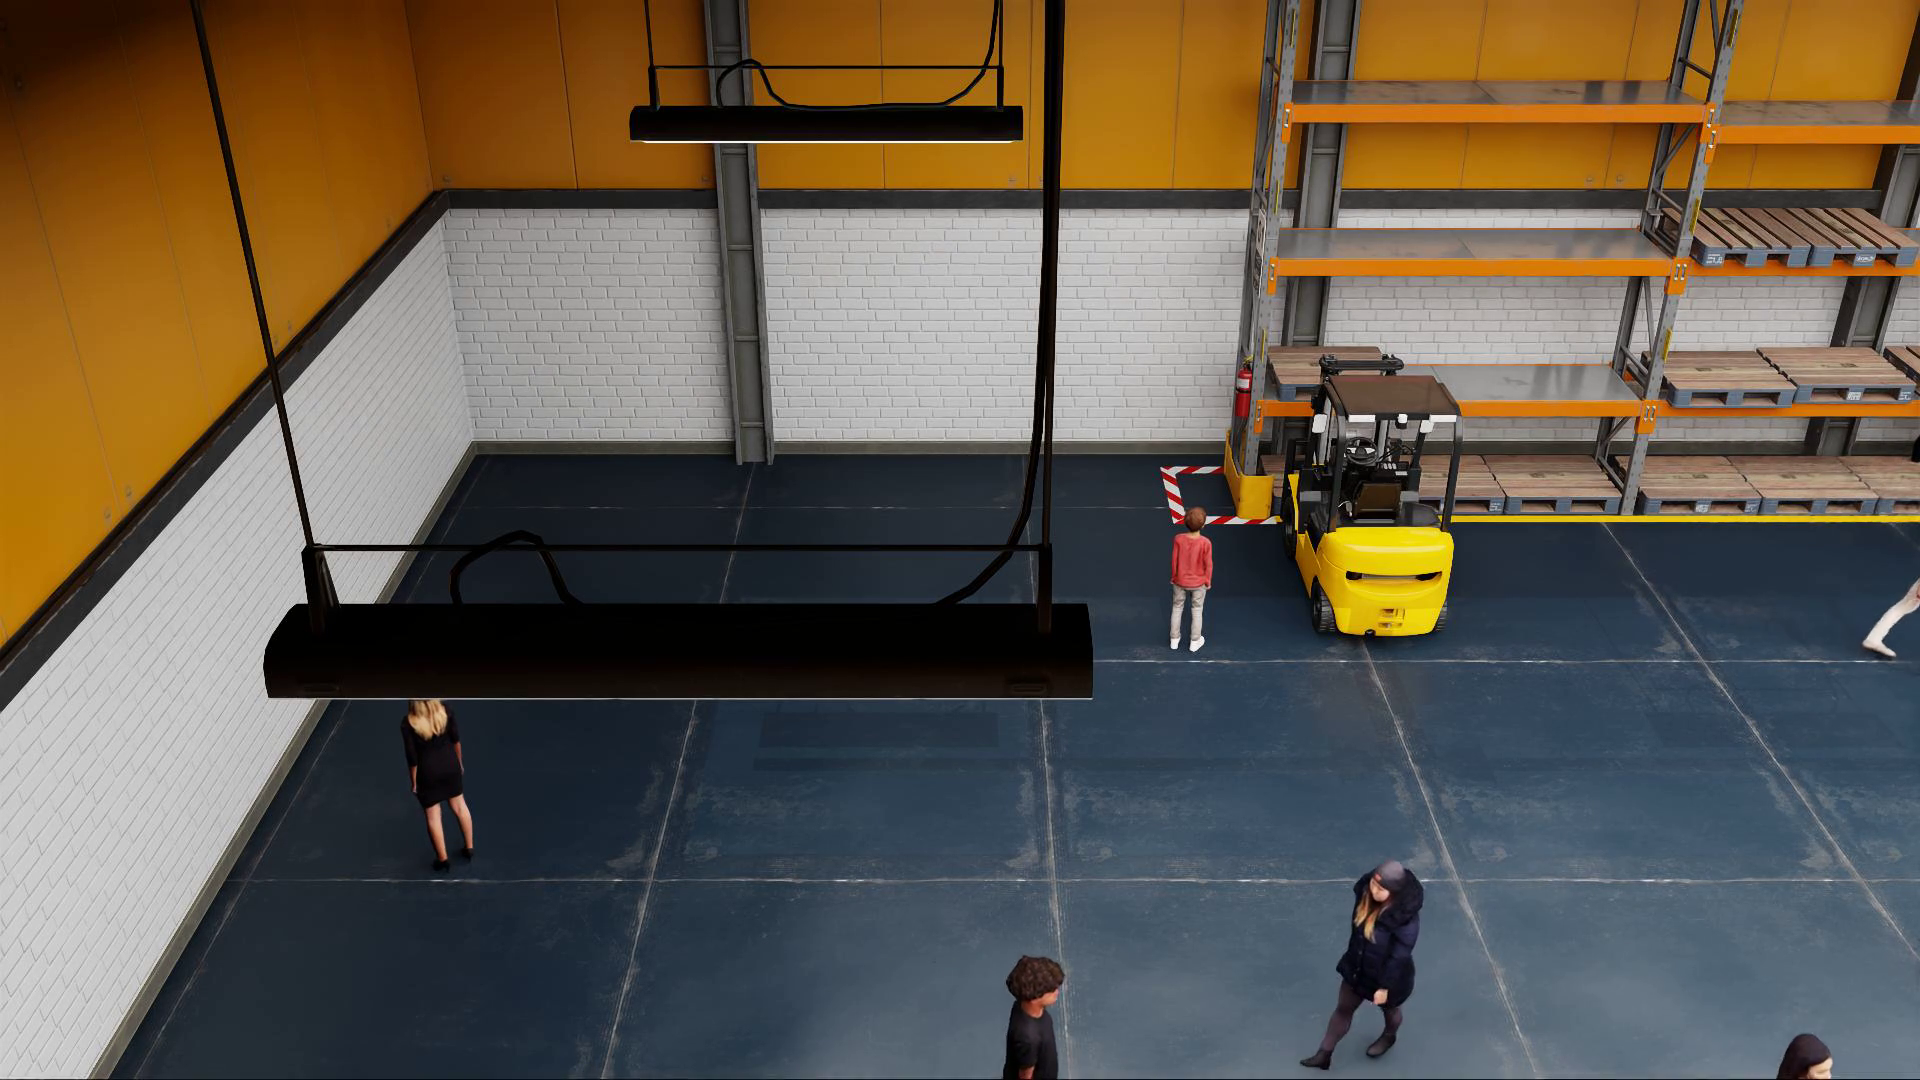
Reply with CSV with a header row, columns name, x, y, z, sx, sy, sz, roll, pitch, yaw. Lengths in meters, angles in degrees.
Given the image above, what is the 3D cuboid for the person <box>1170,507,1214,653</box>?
name,x,y,z,sx,sy,sz,roll,pitch,yaw
person,2.058,0.345,14.879,0.508,1.417,0.637,9,30,15

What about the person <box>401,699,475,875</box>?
name,x,y,z,sx,sy,sz,roll,pitch,yaw
person,-3.813,1.703,12.121,0.591,1.675,0.674,-21,35,-33

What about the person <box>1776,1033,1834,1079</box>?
name,x,y,z,sx,sy,sz,roll,pitch,yaw
person,4.405,3.330,9.109,0.966,1.702,1.007,-23,36,-35

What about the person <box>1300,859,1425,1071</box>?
name,x,y,z,sx,sy,sz,roll,pitch,yaw
person,2.698,2.647,10.429,1.125,1.638,0.982,-17,33,-28

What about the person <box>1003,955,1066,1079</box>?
name,x,y,z,sx,sy,sz,roll,pitch,yaw
person,0.327,3.086,9.485,0.668,1.771,0.651,2,29,3
